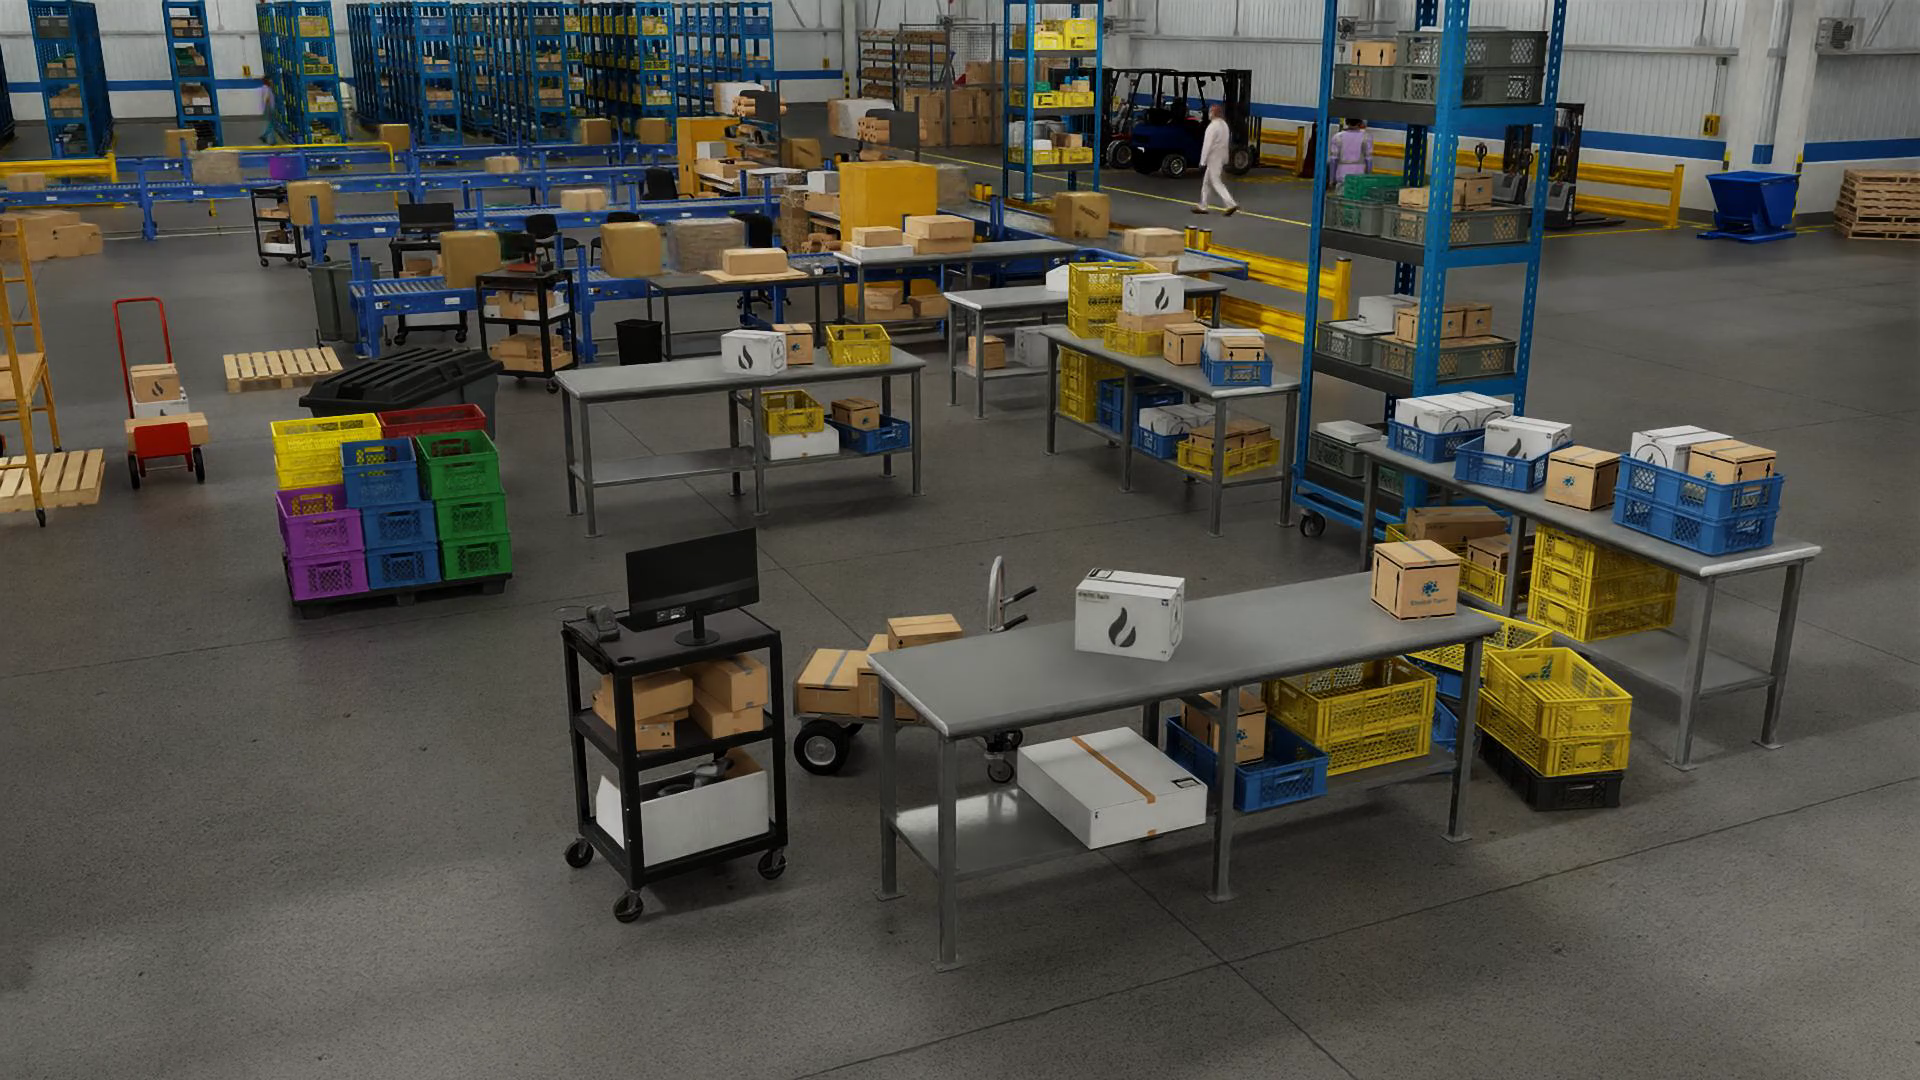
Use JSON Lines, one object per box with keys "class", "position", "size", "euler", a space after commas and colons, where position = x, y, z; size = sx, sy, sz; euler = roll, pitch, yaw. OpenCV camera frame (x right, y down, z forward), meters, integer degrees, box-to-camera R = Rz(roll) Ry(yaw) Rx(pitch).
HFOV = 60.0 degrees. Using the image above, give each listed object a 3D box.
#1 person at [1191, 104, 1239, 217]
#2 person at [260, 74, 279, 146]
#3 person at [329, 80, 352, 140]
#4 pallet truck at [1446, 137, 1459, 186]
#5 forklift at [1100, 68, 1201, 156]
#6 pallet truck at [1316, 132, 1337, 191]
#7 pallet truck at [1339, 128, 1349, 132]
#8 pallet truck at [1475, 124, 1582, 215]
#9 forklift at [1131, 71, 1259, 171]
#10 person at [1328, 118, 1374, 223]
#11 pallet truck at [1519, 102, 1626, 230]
{"class": "person", "position": [4.406, -6.473, 28.370], "size": [0.896, 1.873, 0.642], "euler": [10, 20, 28]}
{"class": "person", "position": [-17.791, -11.030, 42.783], "size": [0.464, 1.834, 0.562], "euler": [-5, 18, -15]}
{"class": "person", "position": [-16.759, -11.730, 45.081], "size": [0.423, 1.783, 0.665], "euler": [10, 20, 29]}
{"class": "pallet truck", "position": [9.184, -6.485, 29.328], "size": [1.630, 1.274, 0.653], "euler": [-8, 19, -23]}
{"class": "forklift", "position": [4.082, -9.564, 37.410], "size": [2.680, 1.987, 1.157], "euler": [-8, 19, -23]}
{"class": "pallet truck", "position": [7.723, -7.504, 32.656], "size": [1.601, 1.201, 0.680], "euler": [-8, 19, -23]}
{"class": "pallet truck", "position": [7.845, -7.140, 31.411], "size": [1.522, 1.261, 0.704], "euler": [-9, 20, -25]}
{"class": "pallet truck", "position": [9.707, -6.455, 28.103], "size": [1.885, 1.965, 0.823], "euler": [-7, 19, -20]}
{"class": "forklift", "position": [4.998, -8.936, 35.413], "size": [2.680, 1.987, 1.157], "euler": [-9, 20, -25]}
{"class": "person", "position": [5.747, -5.335, 24.501], "size": [0.616, 2.041, 0.379], "euler": [4, 18, 12]}
{"class": "pallet truck", "position": [9.972, -6.037, 26.785], "size": [1.885, 1.965, 0.823], "euler": [-9, 20, -25]}
